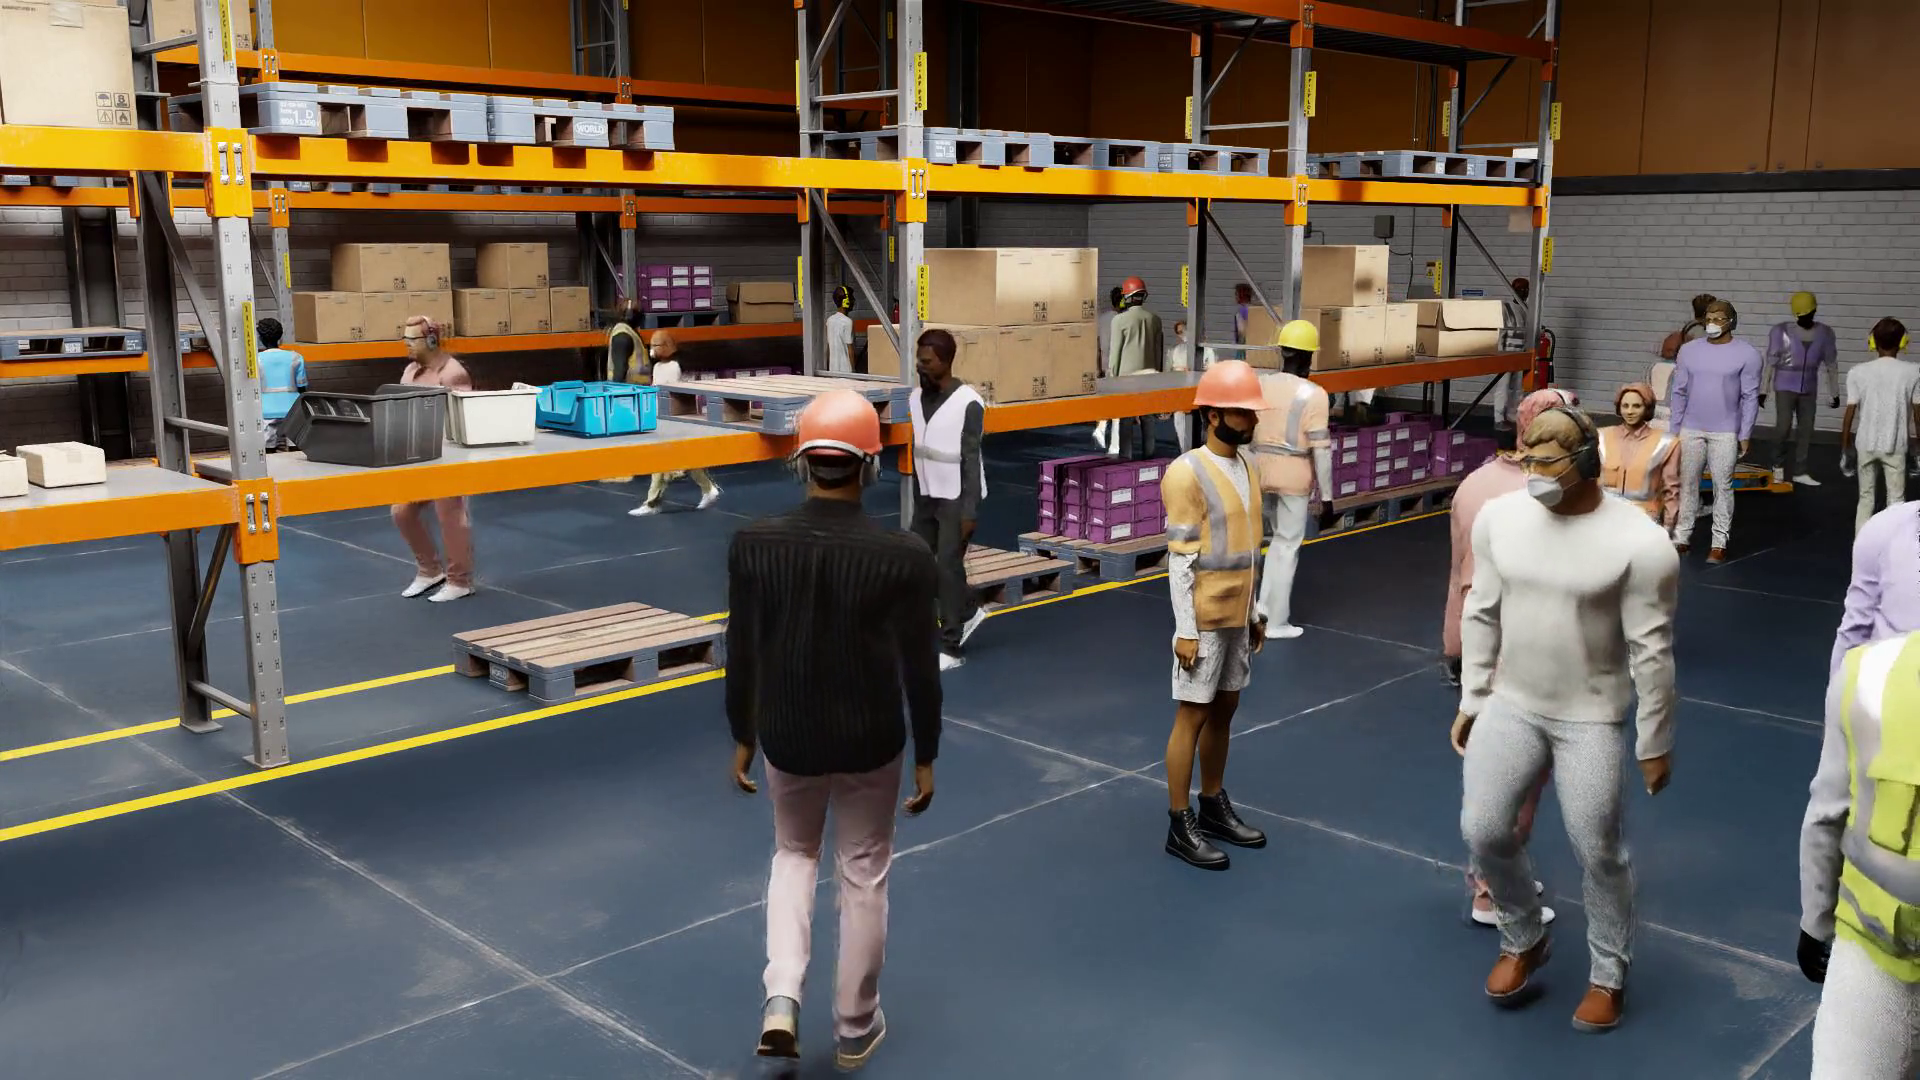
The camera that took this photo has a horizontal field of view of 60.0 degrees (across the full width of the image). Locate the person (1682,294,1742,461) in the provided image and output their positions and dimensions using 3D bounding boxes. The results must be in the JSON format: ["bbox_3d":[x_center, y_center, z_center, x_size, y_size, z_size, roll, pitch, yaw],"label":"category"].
[{"bbox_3d":[7.640,-1.604,17.042,0.938,1.798,0.524,2,11,8],"label":"person"}]

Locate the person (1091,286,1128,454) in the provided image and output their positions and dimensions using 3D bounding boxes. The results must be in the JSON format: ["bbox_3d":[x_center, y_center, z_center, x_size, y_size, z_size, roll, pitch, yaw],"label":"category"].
[{"bbox_3d":[1.725,-1.868,18.346,0.416,1.852,0.544,-8,13,-35],"label":"person"}]

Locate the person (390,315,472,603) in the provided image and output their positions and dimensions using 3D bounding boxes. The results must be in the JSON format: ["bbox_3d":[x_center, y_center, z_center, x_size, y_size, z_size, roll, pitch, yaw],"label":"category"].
[{"bbox_3d":[-3.476,-0.515,10.882,0.646,1.891,0.504,7,13,35],"label":"person"}]

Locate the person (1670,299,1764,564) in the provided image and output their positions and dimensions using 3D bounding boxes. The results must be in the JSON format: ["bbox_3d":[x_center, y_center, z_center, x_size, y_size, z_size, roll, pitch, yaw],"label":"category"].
[{"bbox_3d":[5.531,-0.794,12.253,0.627,1.941,0.370,10,14,43],"label":"person"}]

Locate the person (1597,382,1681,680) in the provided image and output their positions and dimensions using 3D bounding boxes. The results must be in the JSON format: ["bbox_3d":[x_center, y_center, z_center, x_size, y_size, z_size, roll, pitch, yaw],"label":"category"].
[{"bbox_3d":[3.593,-0.042,9.022,0.520,1.625,0.439,7,12,33],"label":"person"}]

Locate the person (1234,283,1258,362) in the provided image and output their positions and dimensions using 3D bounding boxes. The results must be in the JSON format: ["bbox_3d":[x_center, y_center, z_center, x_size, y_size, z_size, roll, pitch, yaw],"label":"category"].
[{"bbox_3d":[3.644,-2.389,21.361,0.985,1.791,0.590,9,13,39],"label":"person"}]

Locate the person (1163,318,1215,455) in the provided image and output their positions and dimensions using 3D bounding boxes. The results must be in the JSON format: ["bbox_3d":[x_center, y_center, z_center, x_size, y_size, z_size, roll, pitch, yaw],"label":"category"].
[{"bbox_3d":[2.216,-1.322,16.000,0.525,1.623,0.384,8,13,36],"label":"person"}]

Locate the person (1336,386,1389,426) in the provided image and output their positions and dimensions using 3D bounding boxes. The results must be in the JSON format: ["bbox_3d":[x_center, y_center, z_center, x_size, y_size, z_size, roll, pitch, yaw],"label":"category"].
[{"bbox_3d":[4.109,-1.706,17.293,0.760,1.908,0.584,-8,13,-38],"label":"person"}]

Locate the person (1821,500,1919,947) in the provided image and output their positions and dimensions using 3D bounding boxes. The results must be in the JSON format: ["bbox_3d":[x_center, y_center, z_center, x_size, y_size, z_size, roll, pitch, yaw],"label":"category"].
[{"bbox_3d":[2.888,0.589,4.865,0.660,1.877,0.649,6,12,30],"label":"person"}]

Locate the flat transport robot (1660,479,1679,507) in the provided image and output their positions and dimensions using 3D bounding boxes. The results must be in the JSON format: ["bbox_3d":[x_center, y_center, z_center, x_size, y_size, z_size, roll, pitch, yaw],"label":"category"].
[{"bbox_3d":[5.999,-0.503,15.218,0.652,0.197,1.431,-2,11,-9],"label":"flat transport robot"}]

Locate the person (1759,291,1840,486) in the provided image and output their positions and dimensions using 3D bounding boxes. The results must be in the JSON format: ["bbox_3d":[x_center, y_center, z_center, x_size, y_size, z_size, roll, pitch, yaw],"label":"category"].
[{"bbox_3d":[8.058,-1.441,15.940,0.753,1.883,0.448,1,10,4],"label":"person"}]

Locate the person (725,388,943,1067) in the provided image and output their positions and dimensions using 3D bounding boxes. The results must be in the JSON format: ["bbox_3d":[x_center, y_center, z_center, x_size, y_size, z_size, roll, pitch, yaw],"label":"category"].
[{"bbox_3d":[-0.356,0.566,4.705,0.641,1.984,0.480,2,11,11],"label":"person"}]

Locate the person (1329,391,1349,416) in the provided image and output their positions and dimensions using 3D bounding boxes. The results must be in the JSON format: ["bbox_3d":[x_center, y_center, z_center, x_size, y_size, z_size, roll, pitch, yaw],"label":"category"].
[{"bbox_3d":[5.066,-2.578,22.252,0.429,1.839,0.634,5,11,25],"label":"person"}]

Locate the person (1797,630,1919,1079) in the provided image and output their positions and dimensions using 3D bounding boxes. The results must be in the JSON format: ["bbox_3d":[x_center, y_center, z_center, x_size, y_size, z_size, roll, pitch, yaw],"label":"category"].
[{"bbox_3d":[2.111,0.865,3.518,0.647,1.828,0.496,10,14,43],"label":"person"}]

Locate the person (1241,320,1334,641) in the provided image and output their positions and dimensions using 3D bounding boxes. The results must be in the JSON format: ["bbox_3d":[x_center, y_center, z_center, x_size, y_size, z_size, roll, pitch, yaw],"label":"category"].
[{"bbox_3d":[1.958,-0.347,9.884,0.429,1.908,0.621,-8,13,-37],"label":"person"}]

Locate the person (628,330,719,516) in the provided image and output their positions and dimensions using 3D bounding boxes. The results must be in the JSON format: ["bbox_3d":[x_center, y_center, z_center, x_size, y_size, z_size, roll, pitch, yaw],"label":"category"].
[{"bbox_3d":[-2.479,-1.027,14.436,0.807,1.602,0.516,-5,12,-26],"label":"person"}]

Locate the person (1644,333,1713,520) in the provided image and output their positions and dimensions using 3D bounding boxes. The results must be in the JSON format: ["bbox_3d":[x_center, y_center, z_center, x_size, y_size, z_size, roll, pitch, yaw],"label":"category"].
[{"bbox_3d":[5.979,-0.940,13.987,0.860,1.586,0.526,-3,11,-13],"label":"person"}]

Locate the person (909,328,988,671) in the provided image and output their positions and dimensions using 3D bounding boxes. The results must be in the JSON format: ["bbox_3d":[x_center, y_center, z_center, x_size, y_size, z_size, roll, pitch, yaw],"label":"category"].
[{"bbox_3d":[-0.056,-0.219,9.205,0.476,1.903,0.601,-9,13,-39],"label":"person"}]

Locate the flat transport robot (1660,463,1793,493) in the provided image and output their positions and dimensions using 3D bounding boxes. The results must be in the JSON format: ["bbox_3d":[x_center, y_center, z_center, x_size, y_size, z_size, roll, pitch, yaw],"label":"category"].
[{"bbox_3d":[6.979,-0.579,15.633,1.431,0.197,0.652,-2,11,-9],"label":"flat transport robot"}]

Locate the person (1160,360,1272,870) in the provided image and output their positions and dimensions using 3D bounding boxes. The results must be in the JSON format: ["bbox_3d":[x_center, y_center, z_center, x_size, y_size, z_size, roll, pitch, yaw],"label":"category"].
[{"bbox_3d":[1.003,0.278,6.403,0.353,1.941,0.543,9,14,40],"label":"person"}]

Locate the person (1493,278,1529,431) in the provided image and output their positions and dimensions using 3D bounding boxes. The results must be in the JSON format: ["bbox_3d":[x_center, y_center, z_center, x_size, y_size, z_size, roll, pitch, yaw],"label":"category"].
[{"bbox_3d":[6.852,-2.286,20.545,0.575,1.881,0.356,-6,12,-29],"label":"person"}]

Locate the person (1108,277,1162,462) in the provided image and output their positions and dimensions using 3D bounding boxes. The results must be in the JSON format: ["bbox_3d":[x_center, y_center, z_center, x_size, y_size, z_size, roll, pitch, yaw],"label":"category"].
[{"bbox_3d":[1.775,-1.680,16.977,0.607,1.987,0.409,-6,12,-30],"label":"person"}]

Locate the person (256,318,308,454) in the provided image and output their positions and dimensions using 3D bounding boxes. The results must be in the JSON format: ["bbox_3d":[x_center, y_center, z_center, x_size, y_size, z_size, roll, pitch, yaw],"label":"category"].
[{"bbox_3d":[-5.967,-1.091,14.549,0.535,1.694,0.321,-7,13,-34],"label":"person"}]

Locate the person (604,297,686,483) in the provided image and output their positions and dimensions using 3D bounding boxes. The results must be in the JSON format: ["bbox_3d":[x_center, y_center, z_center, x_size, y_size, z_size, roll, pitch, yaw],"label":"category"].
[{"bbox_3d":[-3.073,-1.441,16.149,0.918,1.799,0.659,-1,10,-5],"label":"person"}]

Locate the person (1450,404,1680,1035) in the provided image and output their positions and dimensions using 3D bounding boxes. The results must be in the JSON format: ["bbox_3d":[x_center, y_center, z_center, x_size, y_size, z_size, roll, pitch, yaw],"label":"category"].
[{"bbox_3d":[1.821,0.543,5.032,0.643,1.910,0.529,10,14,44],"label":"person"}]

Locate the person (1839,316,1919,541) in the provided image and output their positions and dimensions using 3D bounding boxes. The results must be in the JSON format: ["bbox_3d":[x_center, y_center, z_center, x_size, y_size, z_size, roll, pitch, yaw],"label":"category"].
[{"bbox_3d":[6.387,-0.614,11.512,0.536,1.853,0.558,6,12,31],"label":"person"}]

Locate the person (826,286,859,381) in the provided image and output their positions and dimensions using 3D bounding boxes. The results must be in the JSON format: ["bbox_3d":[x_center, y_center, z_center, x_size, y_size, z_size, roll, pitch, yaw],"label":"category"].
[{"bbox_3d":[-1.228,-1.773,17.777,0.328,1.872,0.513,-7,13,-35],"label":"person"}]

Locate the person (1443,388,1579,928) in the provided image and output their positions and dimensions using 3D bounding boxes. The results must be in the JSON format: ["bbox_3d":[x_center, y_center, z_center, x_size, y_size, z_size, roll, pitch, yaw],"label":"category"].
[{"bbox_3d":[2.018,0.418,5.790,0.583,1.880,0.683,-4,11,-19],"label":"person"}]
